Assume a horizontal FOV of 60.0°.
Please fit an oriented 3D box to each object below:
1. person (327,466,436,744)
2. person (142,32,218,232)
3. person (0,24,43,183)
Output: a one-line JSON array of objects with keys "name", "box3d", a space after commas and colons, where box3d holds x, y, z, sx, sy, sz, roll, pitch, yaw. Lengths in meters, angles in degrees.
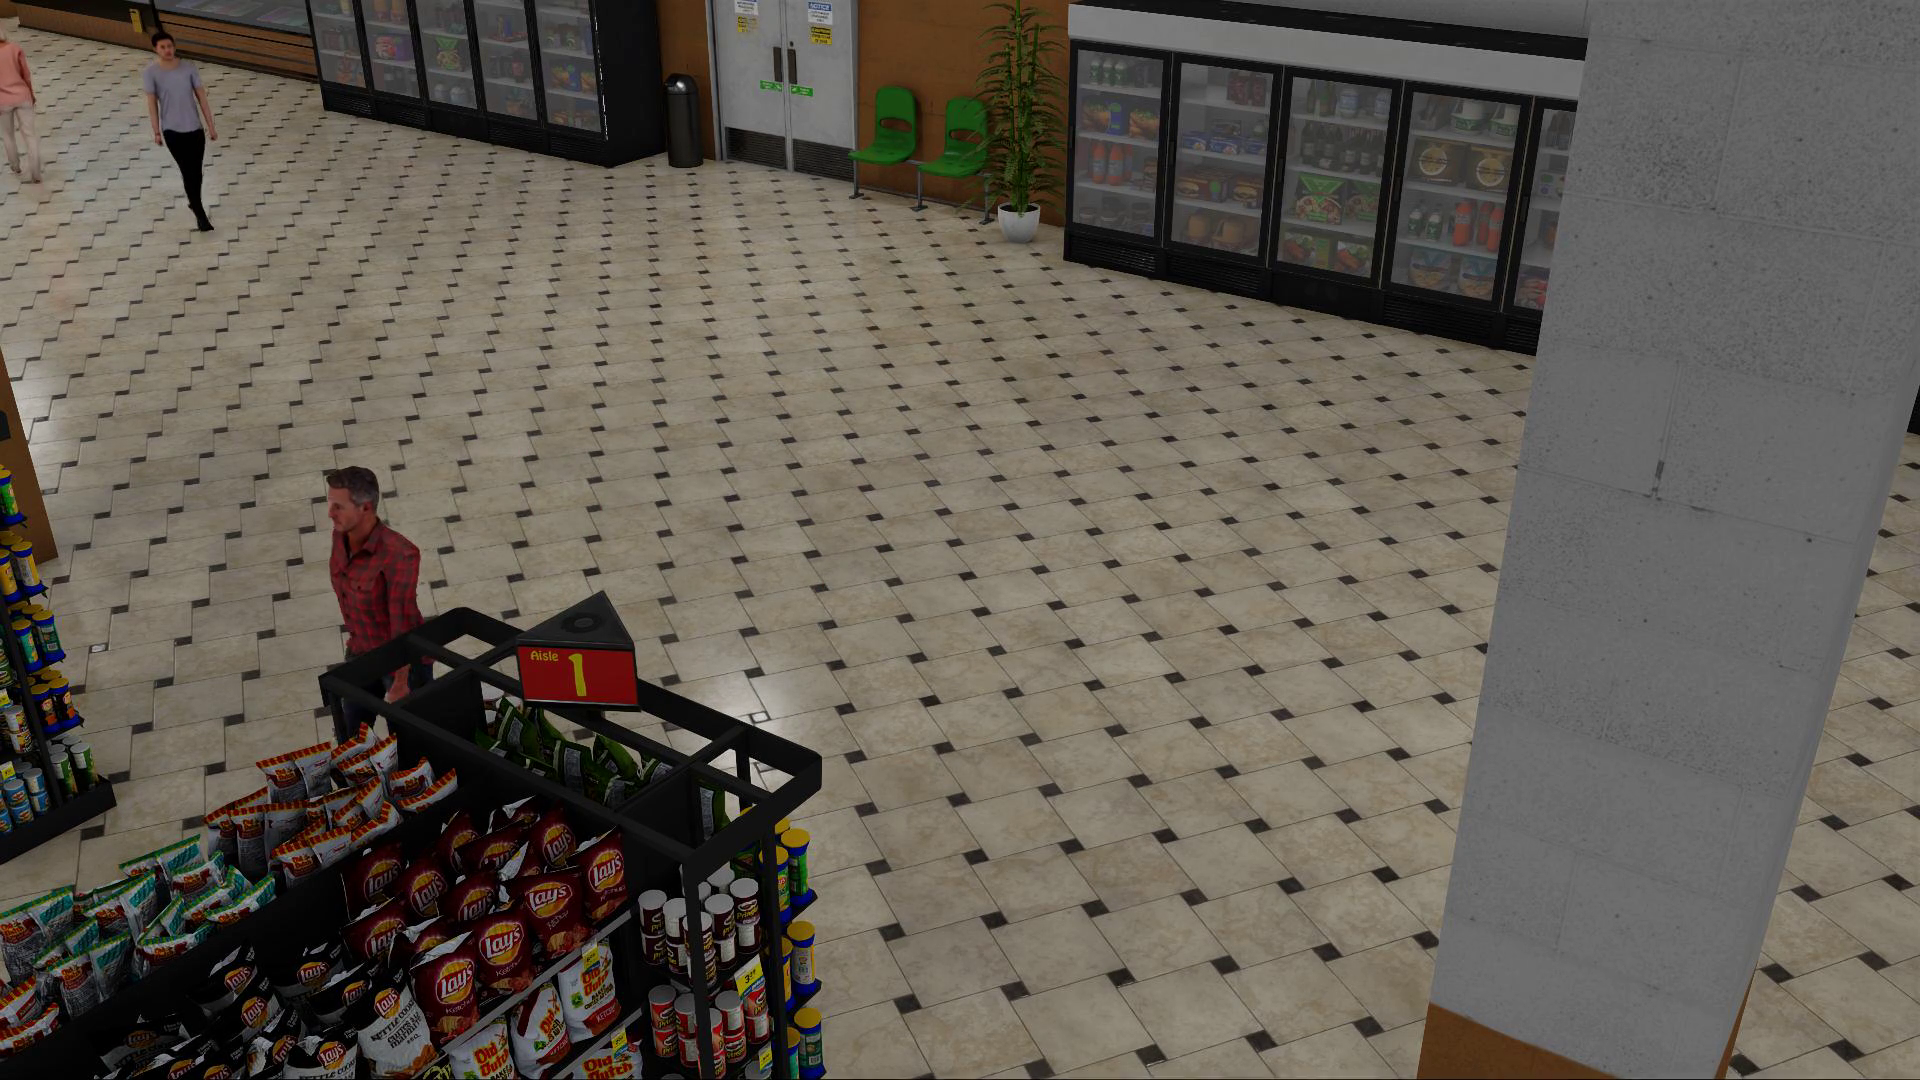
[{"name": "person", "box3d": [-2.449, 0.479, 7.379, 0.729, 1.809, 0.894, 19, 33, 33]}, {"name": "person", "box3d": [-7.533, -3.959, 16.112, 1.187, 1.824, 0.991, -18, 32, -32]}, {"name": "person", "box3d": [-10.002, -4.641, 17.597, 0.967, 1.698, 0.889, -16, 31, -28]}]
